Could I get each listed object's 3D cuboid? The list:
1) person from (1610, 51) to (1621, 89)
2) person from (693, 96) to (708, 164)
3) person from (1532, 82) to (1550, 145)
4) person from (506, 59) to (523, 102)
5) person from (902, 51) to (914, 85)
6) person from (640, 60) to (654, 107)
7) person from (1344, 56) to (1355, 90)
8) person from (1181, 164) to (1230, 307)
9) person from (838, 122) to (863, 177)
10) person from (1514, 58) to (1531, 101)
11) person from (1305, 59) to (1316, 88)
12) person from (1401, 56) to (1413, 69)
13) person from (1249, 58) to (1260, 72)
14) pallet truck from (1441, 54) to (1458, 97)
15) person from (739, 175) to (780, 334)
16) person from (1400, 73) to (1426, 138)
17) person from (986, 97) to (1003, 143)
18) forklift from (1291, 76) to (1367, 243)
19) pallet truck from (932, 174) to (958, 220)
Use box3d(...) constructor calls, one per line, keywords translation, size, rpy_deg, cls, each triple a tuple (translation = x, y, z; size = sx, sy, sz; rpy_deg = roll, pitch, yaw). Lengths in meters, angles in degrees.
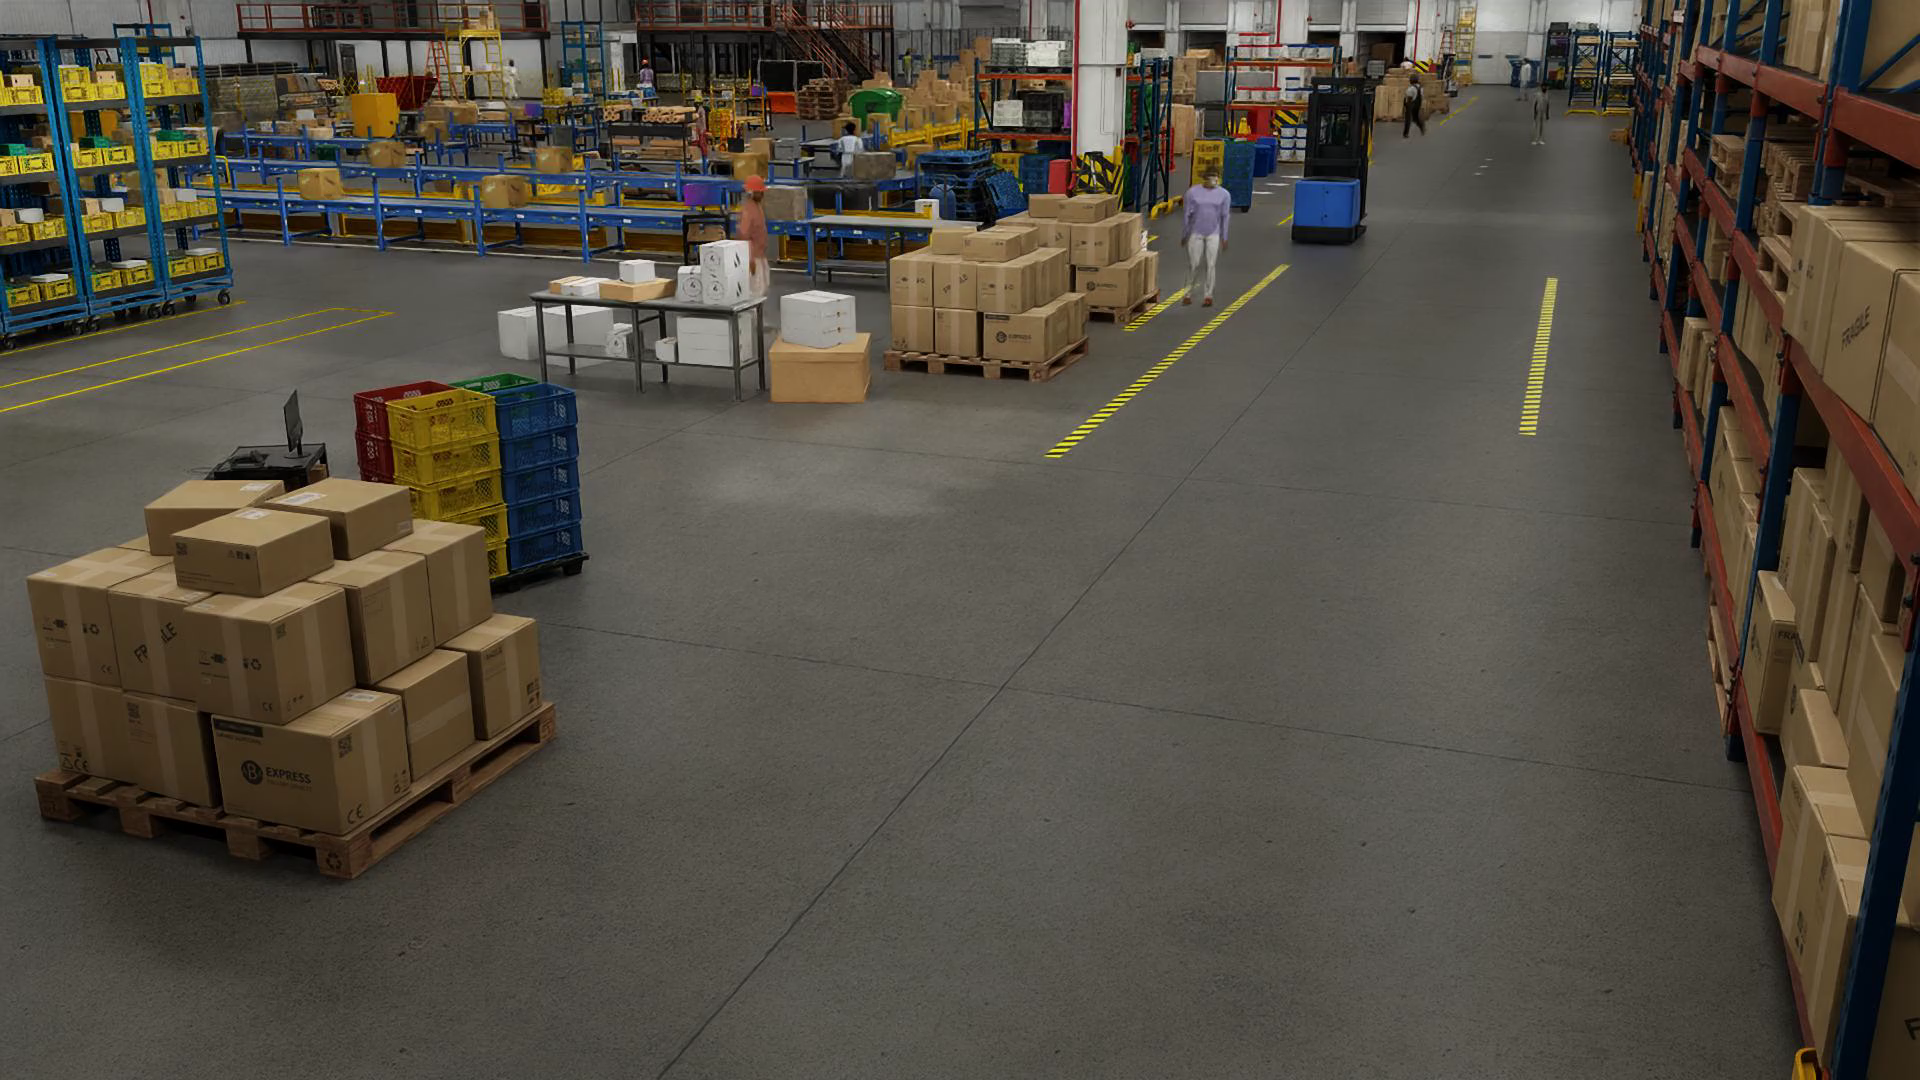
box3d(translation=(33.514, -24.008, 85.131), size=(0.542, 1.931, 0.376), rpy_deg=(3, 18, 10), cls="person")
box3d(translation=(-6.902, -10.897, 44.205), size=(0.317, 1.766, 0.533), rpy_deg=(-6, 19, -18), cls="person")
box3d(translation=(17.656, -12.947, 50.490), size=(0.518, 1.865, 0.329), rpy_deg=(-4, 18, -13), cls="person")
box3d(translation=(-19.894, -20.514, 74.285), size=(0.946, 1.837, 0.591), rpy_deg=(9, 20, 25), cls="person")
box3d(translation=(-2.856, -25.927, 91.386), size=(0.630, 1.788, 0.978), rpy_deg=(1, 18, 3), cls="person")
box3d(translation=(-12.592, -18.241, 66.847), size=(0.608, 2.034, 0.397), rpy_deg=(-15, 23, -39), cls="person")
box3d(translation=(20.015, -23.976, 85.422), size=(0.554, 1.698, 0.319), rpy_deg=(-14, 23, -38), cls="person")
box3d(translation=(3.356, -4.168, 22.797), size=(0.644, 1.932, 0.415), rpy_deg=(1, 18, 2), cls="person")
box3d(translation=(-2.300, -7.974, 35.164), size=(0.534, 1.684, 0.378), rpy_deg=(3, 18, 8), cls="person")
box3d(translation=(25.221, -20.658, 74.653), size=(0.902, 1.904, 0.642), rpy_deg=(-4, 18, -11), cls="person")
box3d(translation=(16.447, -21.805, 78.230), size=(0.639, 1.920, 0.629), rpy_deg=(-14, 22, -37), cls="person")
box3d(translation=(21.309, -22.181, 79.561), size=(0.625, 1.836, 0.430), rpy_deg=(-5, 18, -15), cls="person")
box3d(translation=(14.541, -22.974, 82.190), size=(0.487, 1.744, 0.297), rpy_deg=(4, 18, 12), cls="person")
box3d(translation=(22.765, -21.886, 78.355), size=(0.823, 1.965, 1.885), rpy_deg=(-4, 18, -14), cls="pallet truck")
box3d(translation=(-2.590, -3.564, 20.807), size=(0.575, 1.981, 0.642), rpy_deg=(2, 18, 8), cls="person")
box3d(translation=(14.522, -13.904, 53.206), size=(0.694, 2.000, 0.720), rpy_deg=(-13, 22, -36), cls="person")
box3d(translation=(0.909, -10.533, 43.038), size=(0.595, 1.788, 0.923), rpy_deg=(8, 19, 23), cls="person")
box3d(translation=(6.598, -6.755, 29.381), size=(1.129, 2.768, 1.873), rpy_deg=(6, 19, 19), cls="forklift")
box3d(translation=(-0.507, -5.292, 27.348), size=(0.653, 1.274, 1.630), rpy_deg=(6, 19, 19), cls="pallet truck")
